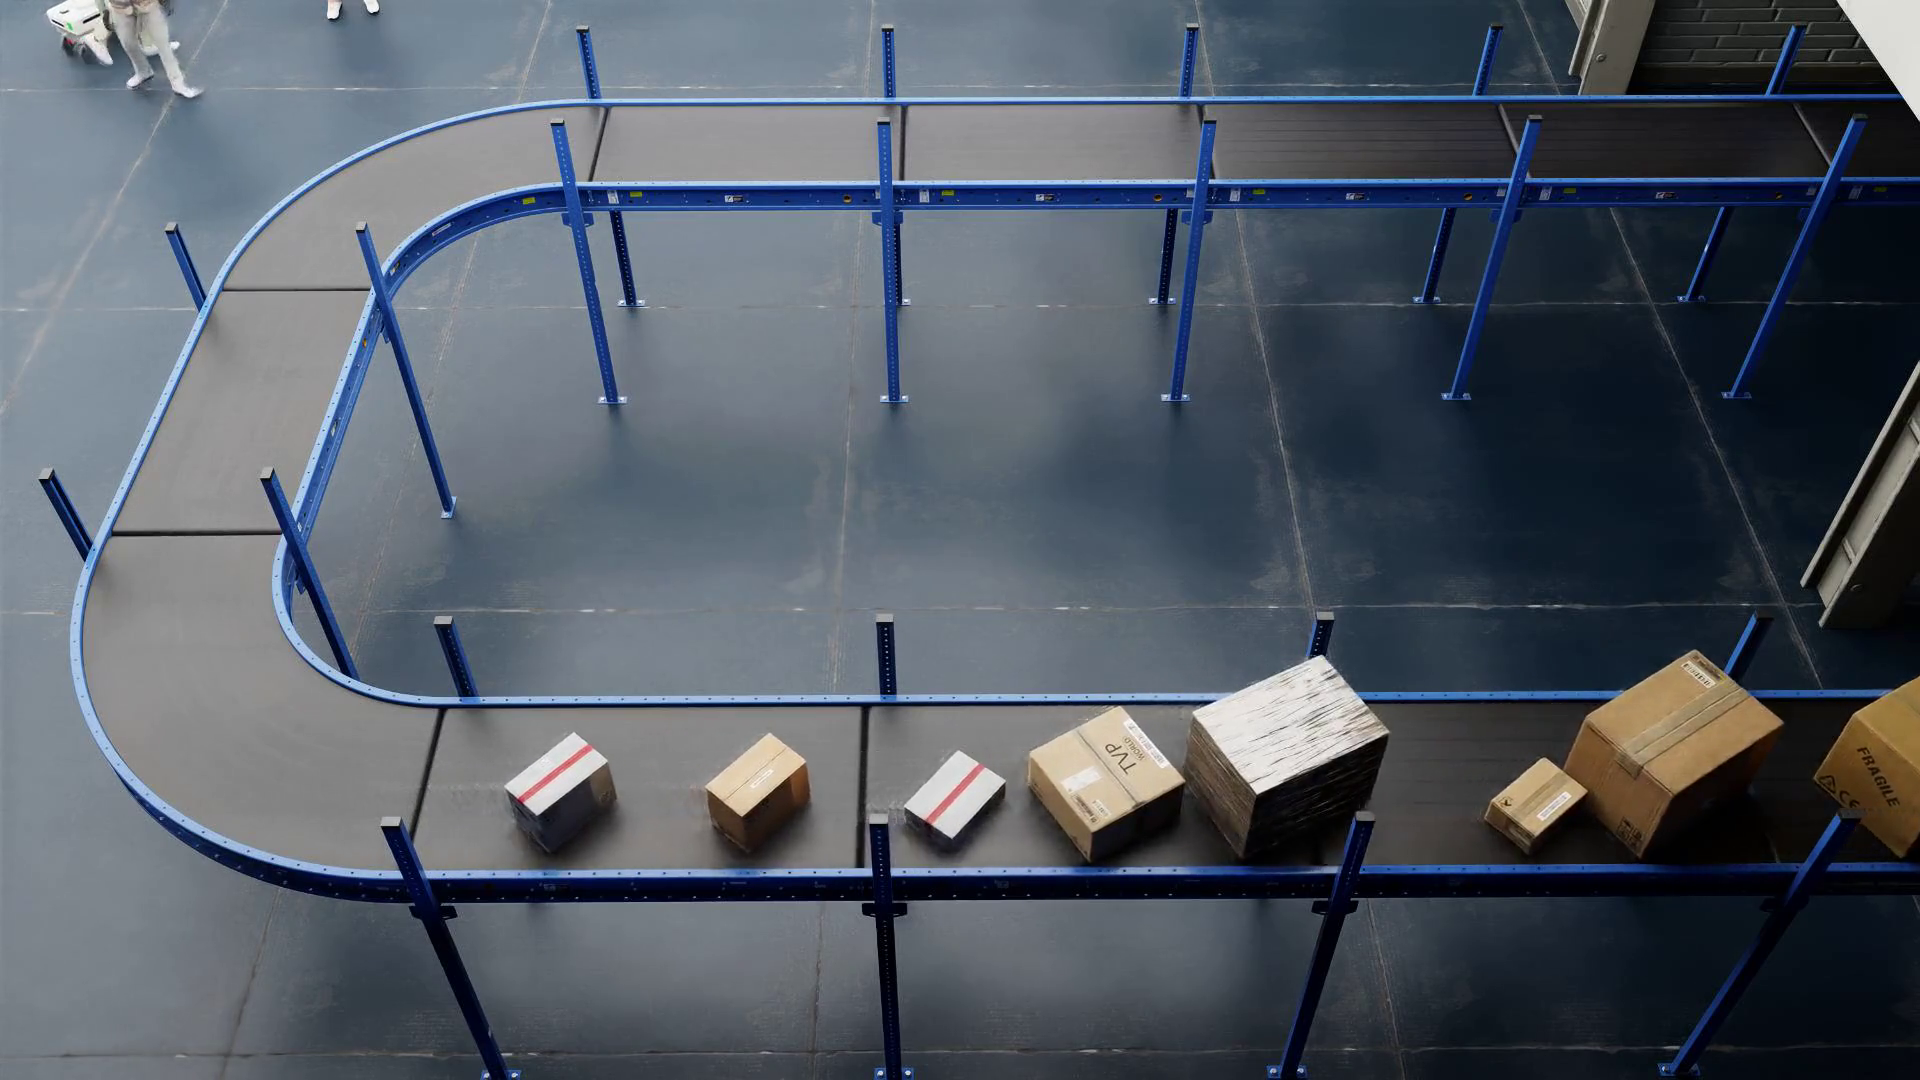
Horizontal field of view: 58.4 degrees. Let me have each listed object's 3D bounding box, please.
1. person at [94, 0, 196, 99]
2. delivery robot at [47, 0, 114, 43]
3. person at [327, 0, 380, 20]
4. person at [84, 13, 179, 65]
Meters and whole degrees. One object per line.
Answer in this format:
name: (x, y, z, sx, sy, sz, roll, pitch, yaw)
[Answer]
person: (-6.906, -4.459, 14.332, 0.630, 1.614, 0.402, -10, 48, -9)
delivery robot: (-7.685, -4.699, 15.233, 0.477, 0.478, 0.707, 28, 53, 23)
person: (-5.570, -5.539, 15.145, 0.640, 1.909, 0.409, -12, 48, -11)
person: (-7.287, -4.899, 14.588, 0.620, 1.851, 0.565, -15, 49, -14)
